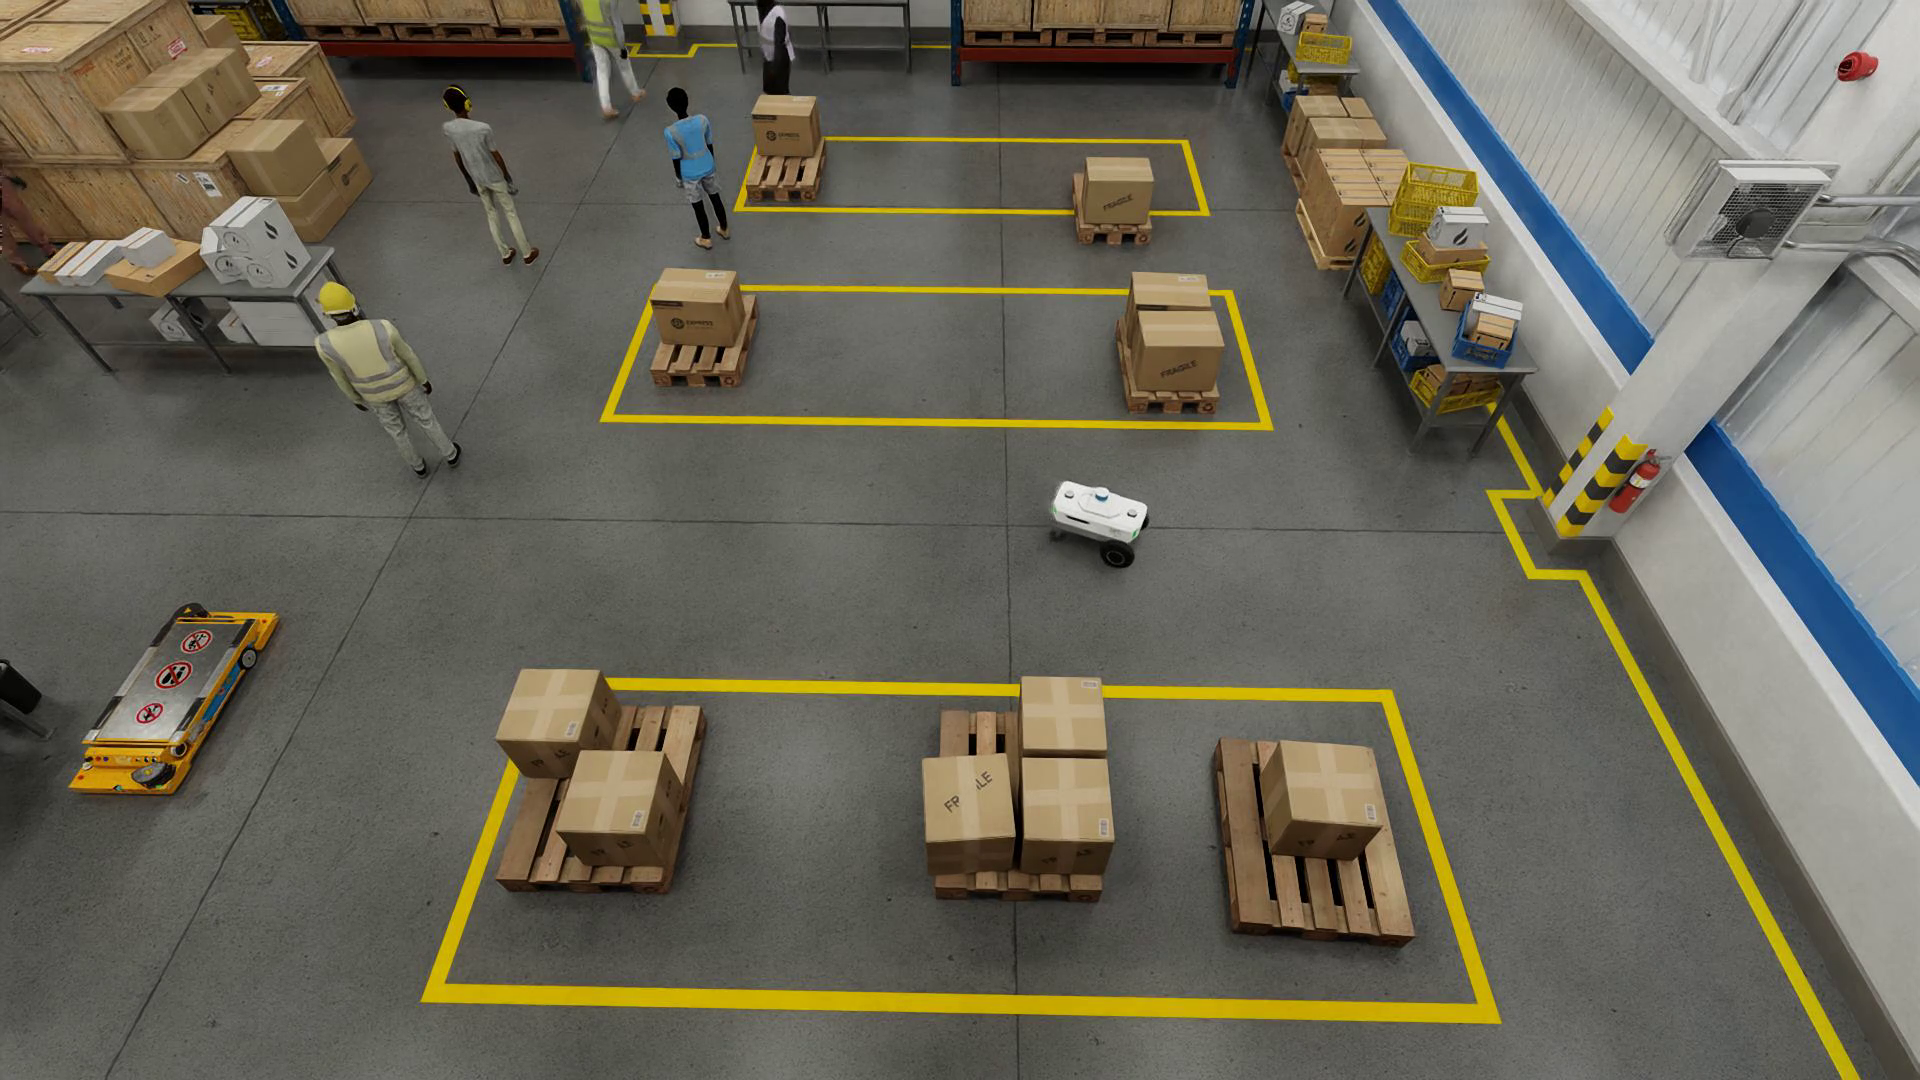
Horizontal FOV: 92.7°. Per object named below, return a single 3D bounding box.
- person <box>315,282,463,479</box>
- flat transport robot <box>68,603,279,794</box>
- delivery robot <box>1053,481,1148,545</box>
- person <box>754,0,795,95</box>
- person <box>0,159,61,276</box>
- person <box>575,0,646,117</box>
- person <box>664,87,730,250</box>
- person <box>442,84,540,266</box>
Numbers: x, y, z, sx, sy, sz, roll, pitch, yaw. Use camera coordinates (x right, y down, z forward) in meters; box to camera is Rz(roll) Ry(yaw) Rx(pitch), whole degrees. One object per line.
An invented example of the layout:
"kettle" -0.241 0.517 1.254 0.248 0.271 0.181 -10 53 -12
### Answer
"person" -4.624 -1.258 7.398 0.599 1.830 0.403 -22 53 -17
"flat transport robot" -5.504 1.072 6.442 0.652 0.197 1.431 1 50 1
"delivery robot" 1.103 -0.219 7.290 0.707 0.478 0.477 18 52 15
"person" -2.280 -5.897 11.277 0.448 1.899 0.595 -32 57 -24
"person" -10.058 -3.659 9.391 0.483 1.896 0.685 10 50 8
"person" -4.579 -6.445 11.833 0.632 1.804 0.955 13 51 11
"person" -2.800 -3.922 9.737 0.535 1.699 0.322 -37 59 -27
"person" -4.868 -3.722 9.469 0.501 1.862 0.327 3 50 3
